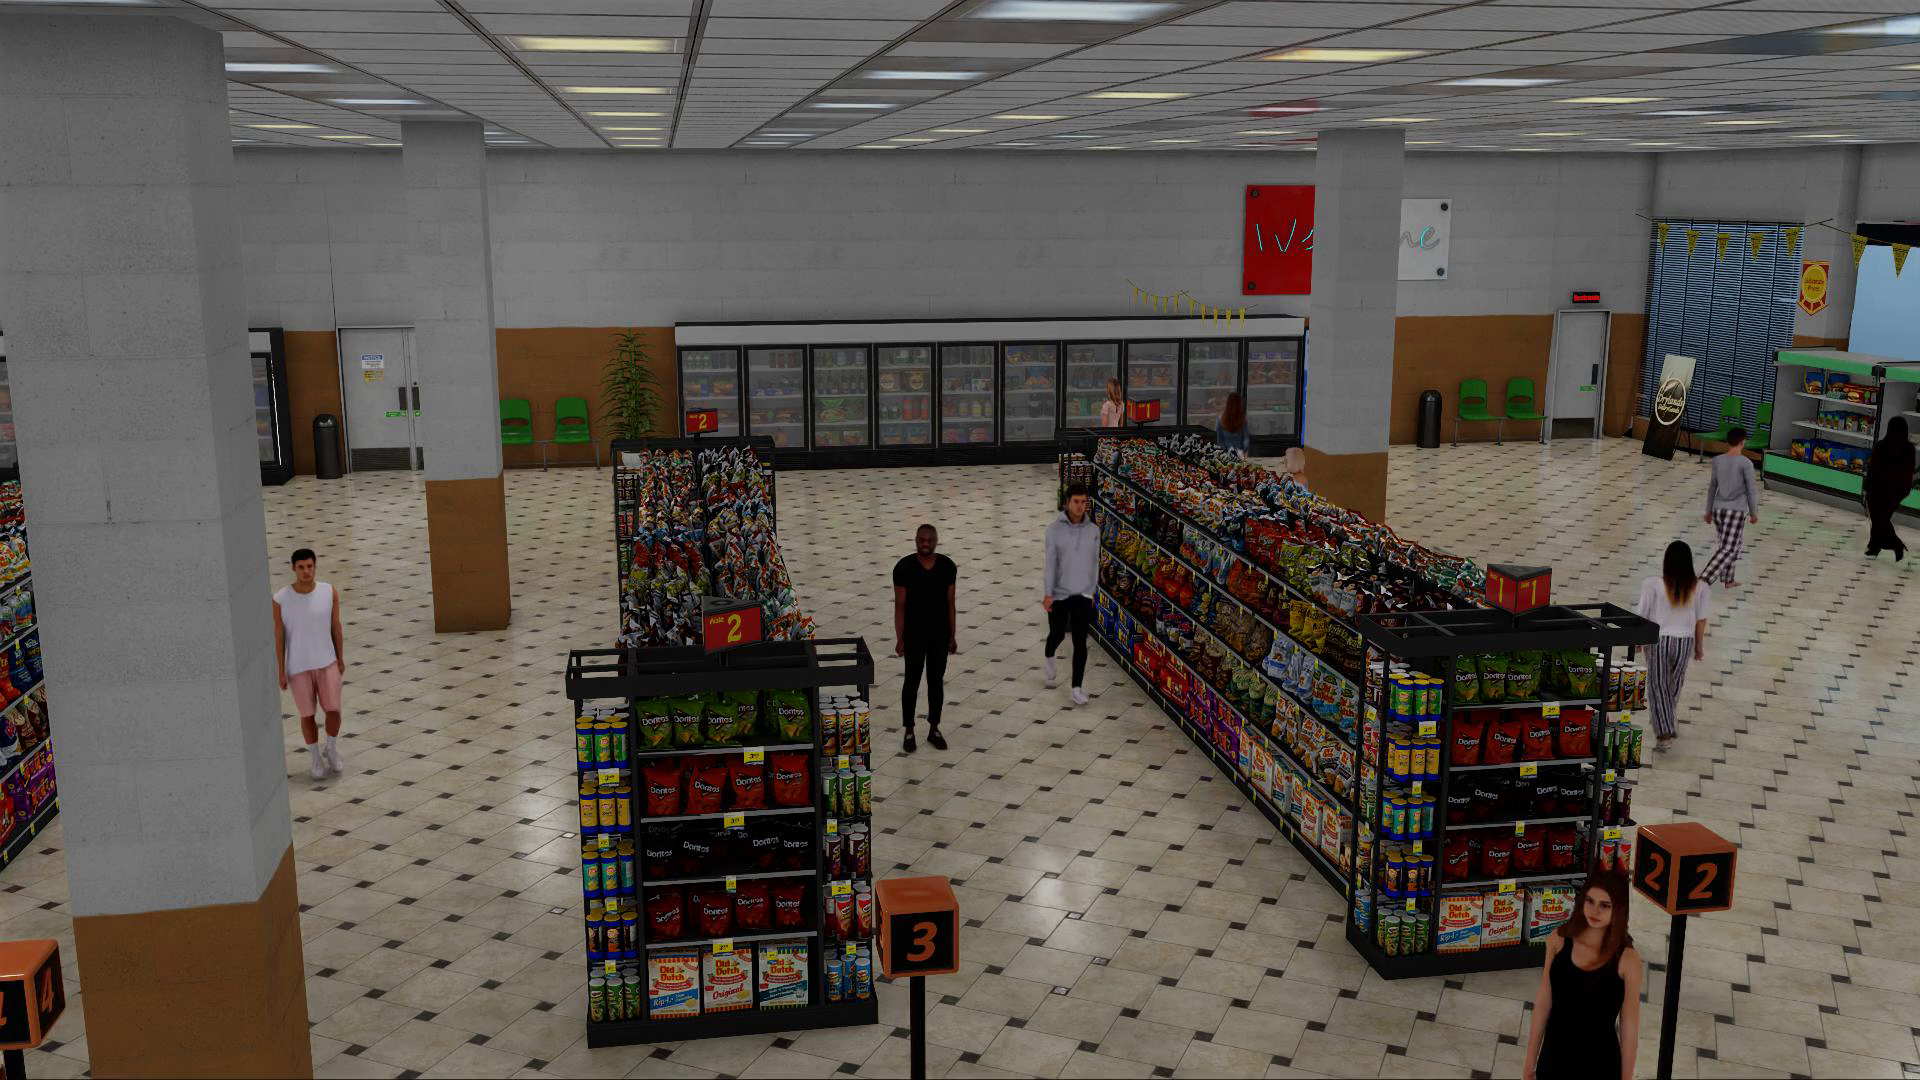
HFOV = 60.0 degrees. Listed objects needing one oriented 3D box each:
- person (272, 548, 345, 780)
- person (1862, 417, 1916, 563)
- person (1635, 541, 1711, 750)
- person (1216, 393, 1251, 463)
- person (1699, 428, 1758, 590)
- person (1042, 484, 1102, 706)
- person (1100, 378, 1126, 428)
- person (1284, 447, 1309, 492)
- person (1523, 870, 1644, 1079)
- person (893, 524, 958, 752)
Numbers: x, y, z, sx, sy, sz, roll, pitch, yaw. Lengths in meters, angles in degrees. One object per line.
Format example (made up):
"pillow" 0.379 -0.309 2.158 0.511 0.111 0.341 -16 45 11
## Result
"person" -4.884 0.912 12.523 0.716 1.775 0.732 -5 13 -24
"person" 11.001 -0.558 19.609 0.663 1.731 1.024 -2 12 -11
"person" 5.595 0.856 13.111 0.912 1.643 1.186 2 12 9
"person" 3.653 -1.109 22.367 0.806 1.673 1.034 1 12 5
"person" 8.324 -0.280 18.092 0.934 1.813 1.124 -7 14 -29
"person" 0.927 0.442 14.436 0.704 1.907 1.061 -3 12 -12
"person" 2.123 -1.331 23.046 0.644 1.829 0.646 -9 15 -37
"person" 3.571 -0.086 17.397 1.120 1.721 0.994 10 16 41
"person" 2.594 2.145 6.838 0.947 1.706 1.005 -11 16 -41
"person" -0.271 0.758 13.153 0.679 1.818 0.556 -3 12 -15
